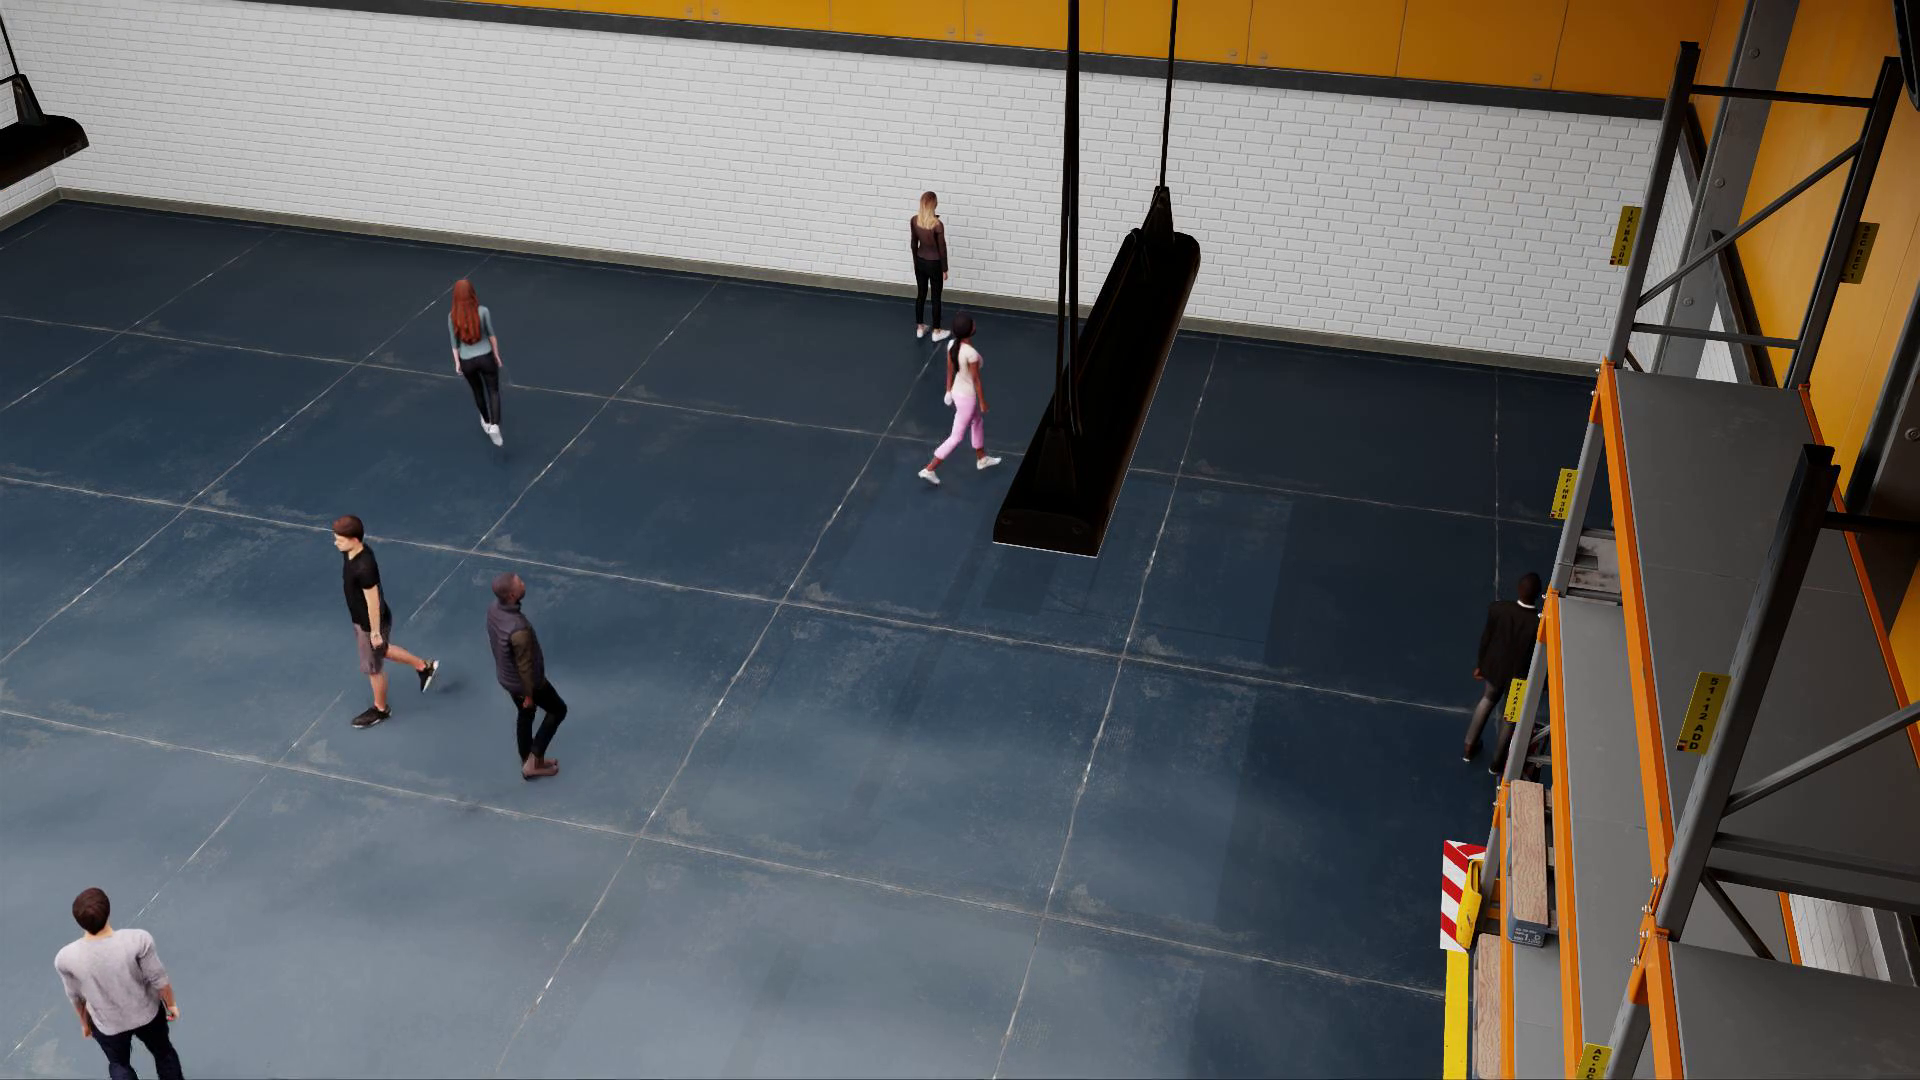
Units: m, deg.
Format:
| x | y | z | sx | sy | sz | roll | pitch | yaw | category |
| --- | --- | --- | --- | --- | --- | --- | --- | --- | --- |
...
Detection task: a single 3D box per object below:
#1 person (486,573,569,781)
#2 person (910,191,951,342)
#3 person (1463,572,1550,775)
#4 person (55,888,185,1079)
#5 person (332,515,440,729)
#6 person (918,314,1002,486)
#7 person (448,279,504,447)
| x | y | z | sx | sy | sz | roll | pitch | yaw | category |
| --- | --- | --- | --- | --- | --- | --- | --- | --- | --- |
| -3.238 | 1.028 | 12.059 | 0.857 | 1.823 | 0.827 | -24 | 40 | -31 | person |
| -0.342 | -3.004 | 18.233 | 0.664 | 1.705 | 0.622 | 21 | 39 | 28 | person |
| 3.991 | 1.012 | 12.106 | 0.792 | 1.797 | 0.805 | 29 | 43 | 36 | person |
| -4.741 | 2.757 | 9.455 | 0.922 | 1.826 | 0.995 | -13 | 36 | -19 | person |
| -4.443 | 0.571 | 12.723 | 1.117 | 1.849 | 1.051 | -19 | 38 | -26 | person |
| -0.030 | -1.285 | 15.645 | 1.136 | 1.705 | 1.110 | -16 | 37 | -22 | person |
| -4.702 | -1.705 | 16.260 | 0.934 | 1.725 | 1.101 | -10 | 35 | -15 | person |
